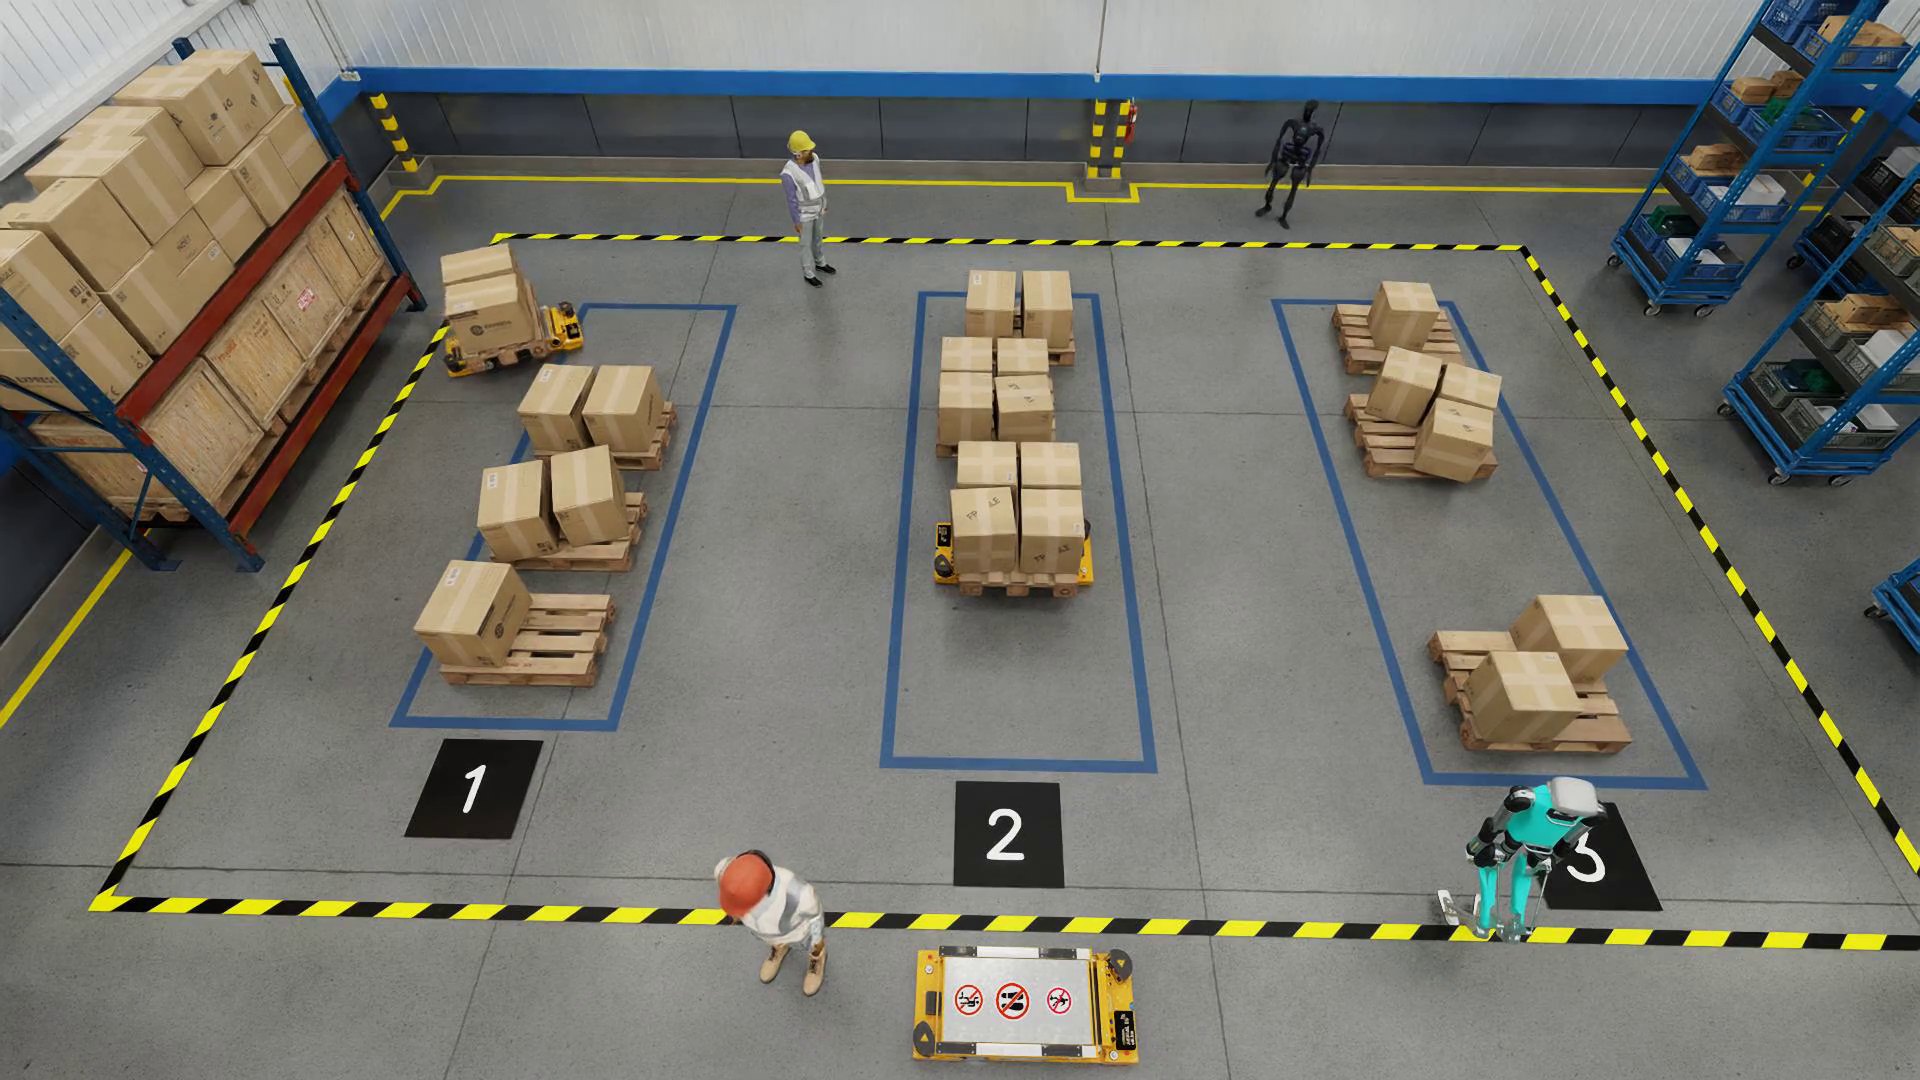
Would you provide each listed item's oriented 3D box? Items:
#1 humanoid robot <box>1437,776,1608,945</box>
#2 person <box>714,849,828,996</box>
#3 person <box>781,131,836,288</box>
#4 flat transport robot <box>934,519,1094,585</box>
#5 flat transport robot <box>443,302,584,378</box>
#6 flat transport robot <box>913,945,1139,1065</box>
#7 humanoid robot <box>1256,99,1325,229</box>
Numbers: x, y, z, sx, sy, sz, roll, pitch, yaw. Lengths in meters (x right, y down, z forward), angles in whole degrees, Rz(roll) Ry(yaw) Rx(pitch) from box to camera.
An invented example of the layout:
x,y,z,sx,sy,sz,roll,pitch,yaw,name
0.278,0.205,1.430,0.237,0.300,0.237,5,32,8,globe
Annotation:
x,y,z,sx,sy,sz,roll,pitch,yaw,name
3.481,2.126,5.716,0.533,1.681,0.735,10,51,8,humanoid robot
-1.103,2.305,5.471,0.610,2.029,0.401,14,52,11,person
-1.736,-3.816,10.584,0.404,1.837,0.591,23,54,18,person
0.490,0.087,8.397,1.431,0.197,0.652,1,51,1,flat transport robot
-5.041,-2.276,10.323,1.431,0.197,0.652,-19,53,-15,flat transport robot
0.422,3.041,6.007,1.431,0.231,0.659,1,51,1,flat transport robot
4.141,-4.701,11.414,0.587,1.646,0.411,22,54,17,humanoid robot
